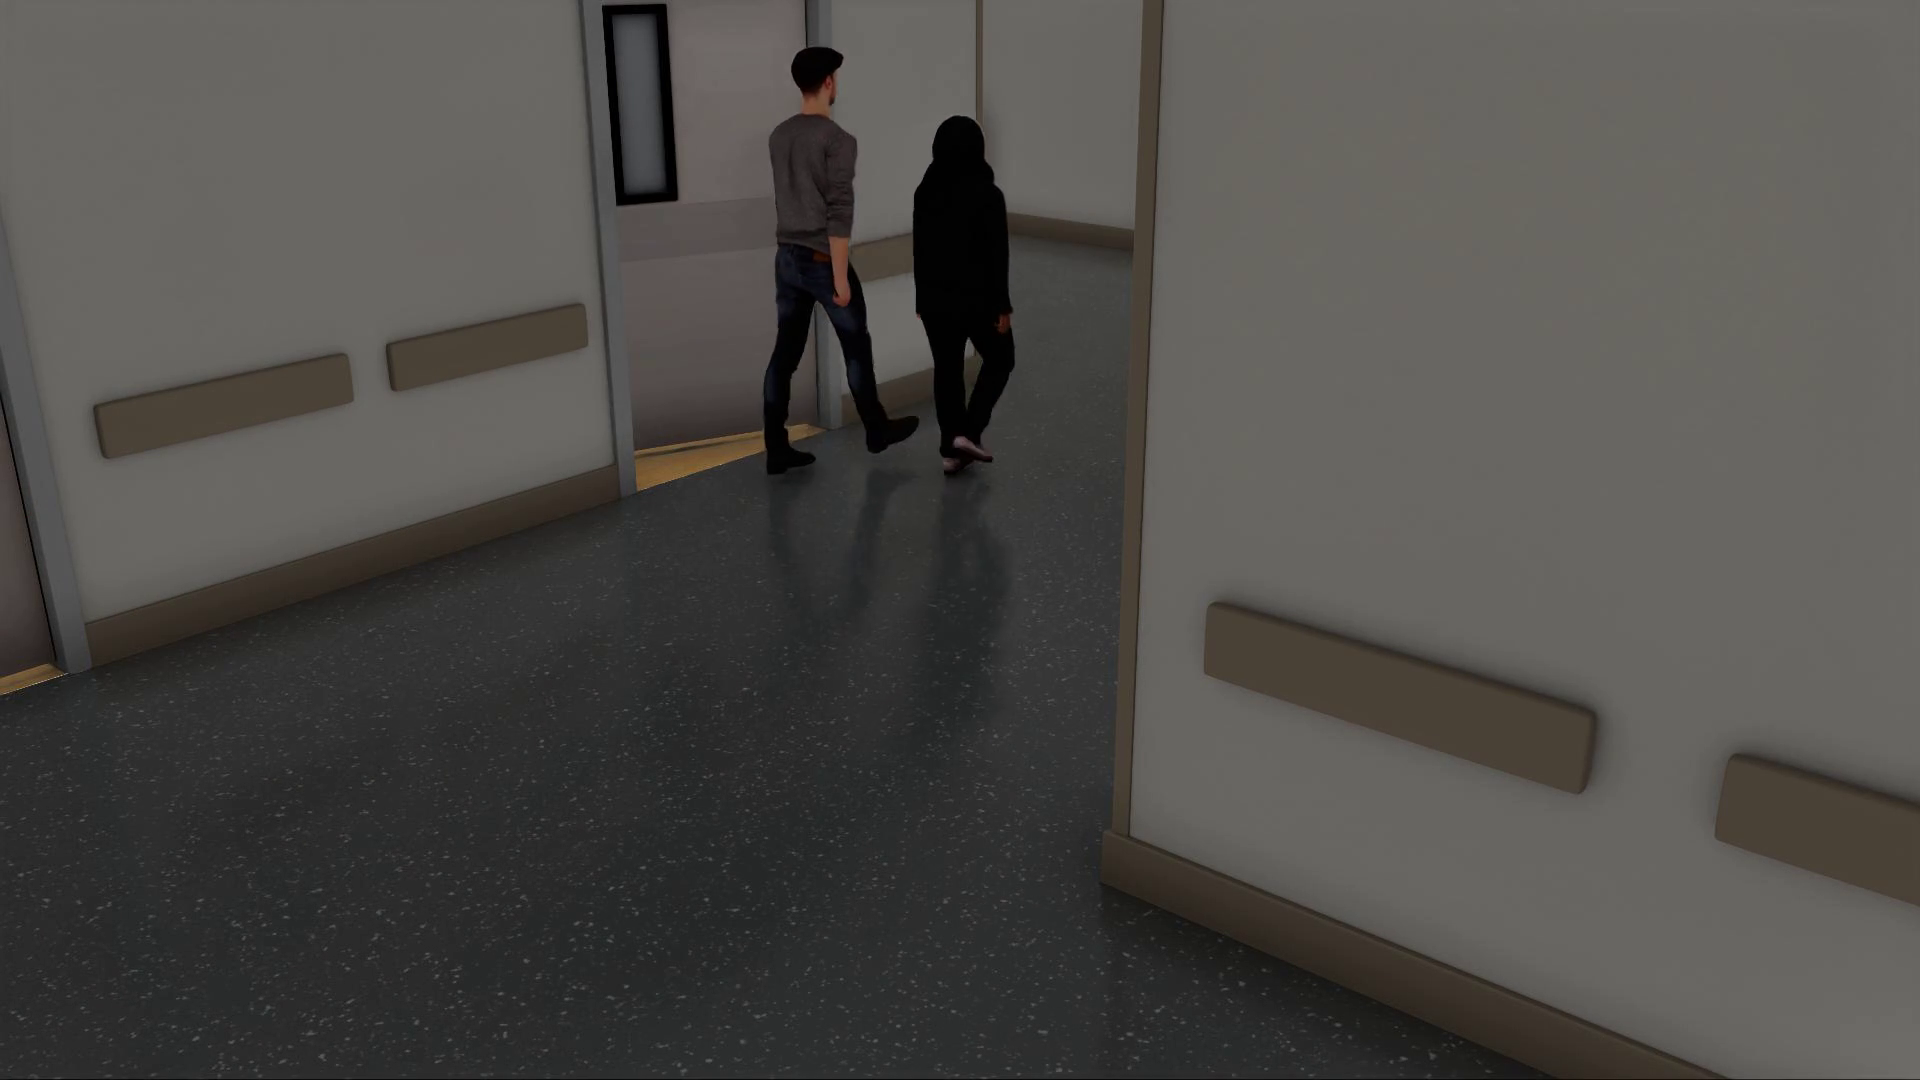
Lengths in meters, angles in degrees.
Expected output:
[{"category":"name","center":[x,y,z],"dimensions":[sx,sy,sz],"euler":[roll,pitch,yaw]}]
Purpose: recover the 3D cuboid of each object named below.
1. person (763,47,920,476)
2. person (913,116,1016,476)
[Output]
[{"category":"person","center":[-0.713,-1.184,7.393],"dimensions":[0.699,1.872,1.050],"euler":[16,26,36]},{"category":"person","center":[-0.026,-1.047,7.402],"dimensions":[0.716,1.609,0.694],"euler":[11,23,26]}]
